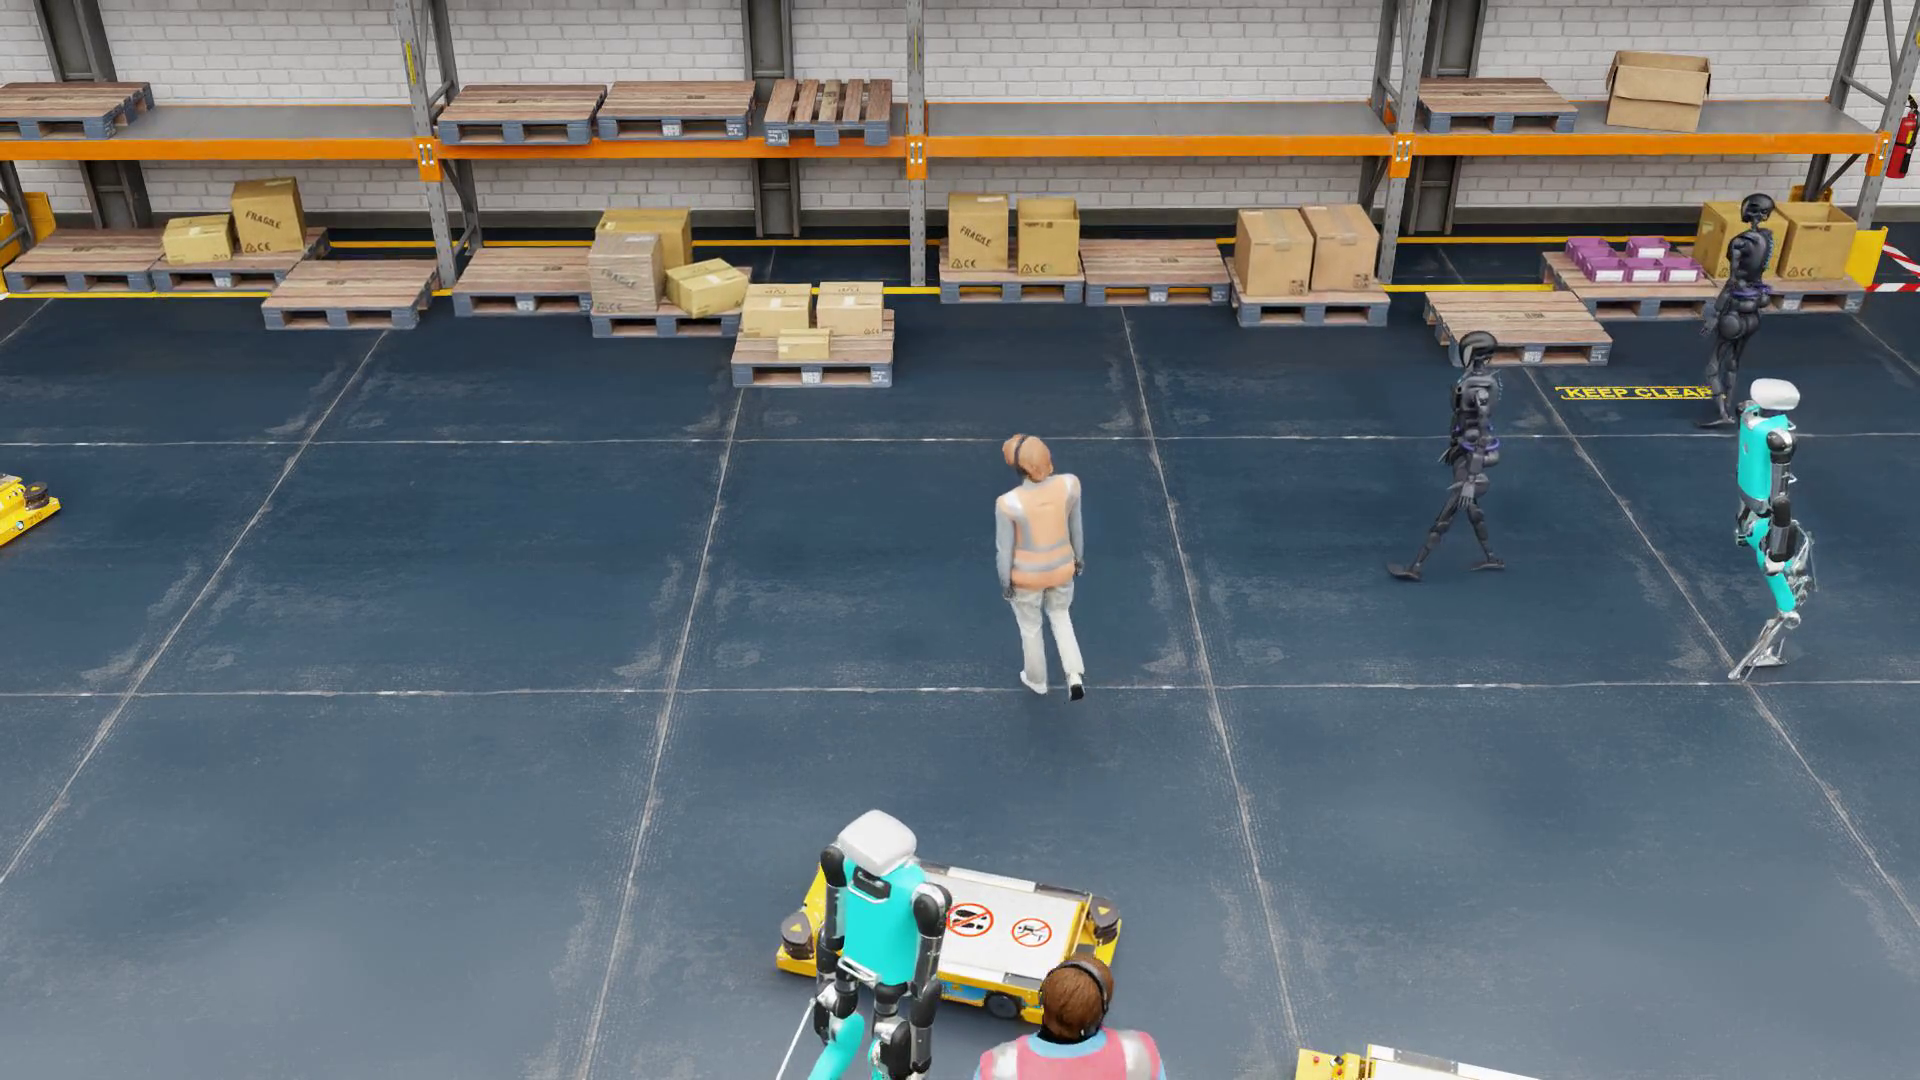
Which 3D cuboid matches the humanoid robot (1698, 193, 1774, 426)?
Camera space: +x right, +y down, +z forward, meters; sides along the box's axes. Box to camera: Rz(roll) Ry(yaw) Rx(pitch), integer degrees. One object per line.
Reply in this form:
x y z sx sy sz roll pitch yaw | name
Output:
5.515 -1.610 11.721 0.600 1.639 0.413 -25 39 -35 | humanoid robot

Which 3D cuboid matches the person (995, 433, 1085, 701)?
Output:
0.444 0.194 8.769 0.541 1.615 0.453 -11 33 -18 | person

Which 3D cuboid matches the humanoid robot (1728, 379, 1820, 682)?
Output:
4.505 -0.021 9.055 0.793 1.799 0.561 0 31 1 | humanoid robot

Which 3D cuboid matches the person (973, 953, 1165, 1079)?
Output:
0.332 2.097 5.444 0.629 1.792 0.870 -1 31 -1 | person

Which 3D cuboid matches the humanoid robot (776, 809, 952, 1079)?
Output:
-0.426 1.887 5.926 0.537 1.853 0.822 21 37 31 | humanoid robot

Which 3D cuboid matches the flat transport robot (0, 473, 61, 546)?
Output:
-6.674 -0.233 10.798 1.431 0.231 0.659 10 32 16 | flat transport robot

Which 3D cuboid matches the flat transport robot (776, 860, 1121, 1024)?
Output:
-0.039 1.774 7.458 1.431 0.231 0.659 8 32 13 | flat transport robot

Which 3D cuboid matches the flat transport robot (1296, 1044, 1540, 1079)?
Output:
2.010 2.370 6.466 1.431 0.231 0.659 8 32 14 | flat transport robot

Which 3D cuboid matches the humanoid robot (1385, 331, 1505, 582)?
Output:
2.998 -0.490 9.897 0.771 1.621 0.611 1 31 2 | humanoid robot
